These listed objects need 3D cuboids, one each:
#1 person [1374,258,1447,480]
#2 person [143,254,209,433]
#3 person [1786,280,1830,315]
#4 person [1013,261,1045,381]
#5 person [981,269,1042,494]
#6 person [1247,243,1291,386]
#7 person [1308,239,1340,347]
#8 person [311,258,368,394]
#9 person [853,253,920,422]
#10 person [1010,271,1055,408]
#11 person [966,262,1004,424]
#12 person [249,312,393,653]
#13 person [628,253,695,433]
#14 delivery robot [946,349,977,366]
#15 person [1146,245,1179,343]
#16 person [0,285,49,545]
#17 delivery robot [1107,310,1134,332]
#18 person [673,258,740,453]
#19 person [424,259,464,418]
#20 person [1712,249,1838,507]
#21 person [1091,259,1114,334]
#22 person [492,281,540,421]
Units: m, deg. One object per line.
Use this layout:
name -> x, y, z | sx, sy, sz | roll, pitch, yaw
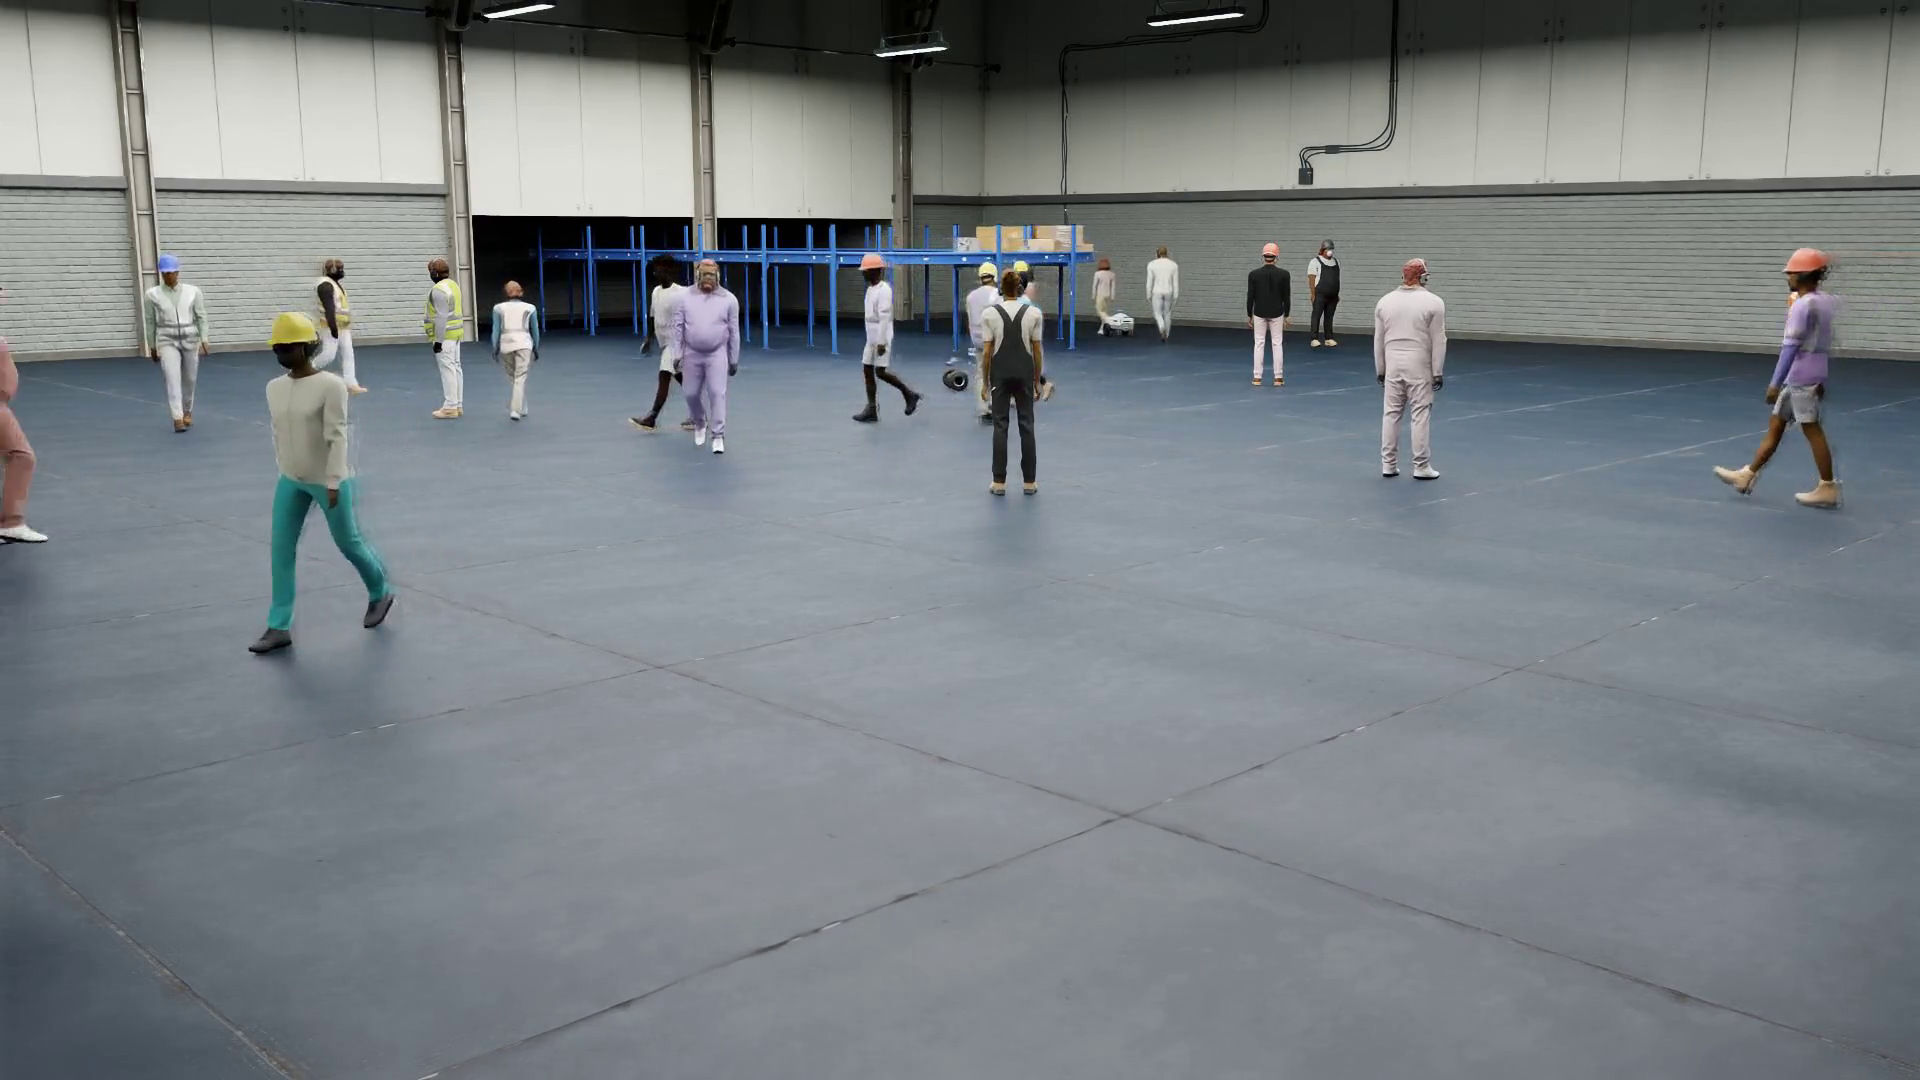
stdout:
person -> 3.940, -1.492, 14.530 | 0.643, 1.910, 0.400 | 9, 14, 40
person -> -8.597, -2.176, 18.262 | 0.603, 1.913, 0.924 | -7, 12, -32
person -> 10.920, -2.654, 21.440 | 0.319, 1.697, 0.533 | -9, 14, -42
person -> 0.869, -3.181, 24.241 | 0.876, 1.727, 0.543 | -5, 12, -27
person -> 0.421, -1.298, 13.663 | 0.506, 1.838, 0.351 | 0, 10, -2
person -> 4.364, -3.192, 23.555 | 0.612, 1.995, 0.393 | 2, 11, 11
person -> 7.032, -4.721, 31.889 | 0.684, 2.000, 0.538 | -4, 11, -23
person -> -8.401, -2.839, 22.151 | 0.831, 1.810, 0.627 | 0, 10, -1
person -> -0.858, -2.312, 18.985 | 0.695, 1.916, 0.549 | -5, 12, -26
person -> 0.815, -2.490, 20.592 | 0.737, 1.674, 0.530 | -2, 11, -10
person -> 0.344, -2.218, 18.755 | 0.620, 1.807, 0.421 | 10, 14, 44
person -> -3.368, -0.339, 8.732 | 0.525, 1.725, 0.890 | 3, 11, 16
person -> -3.180, -2.136, 18.017 | 0.990, 1.912, 0.614 | -7, 13, -34
delivery robot -> 0.163, -2.539, 23.078 | 0.698, 0.223, 0.335 | -2, 11, -12
person -> 4.007, -4.839, 32.743 | 0.654, 1.924, 0.688 | -2, 11, -10
person -> -6.533, -0.894, 11.317 | 0.645, 1.882, 0.683 | -7, 13, -35
delivery robot -> 3.363, -4.573, 34.877 | 0.477, 0.478, 0.707 | -4, 11, -18
person -> -2.501, -1.830, 16.434 | 0.667, 1.885, 0.734 | 0, 10, 0
person -> -6.024, -2.354, 19.420 | 0.430, 1.841, 0.624 | 0, 10, 1
person -> 6.543, -1.289, 13.179 | 1.011, 1.991, 0.634 | 9, 13, 39
person -> 3.103, -5.226, 35.689 | 0.514, 1.614, 0.601 | -6, 12, -30
person -> -5.114, -2.178, 19.132 | 0.510, 1.584, 0.860 | 0, 10, -1
